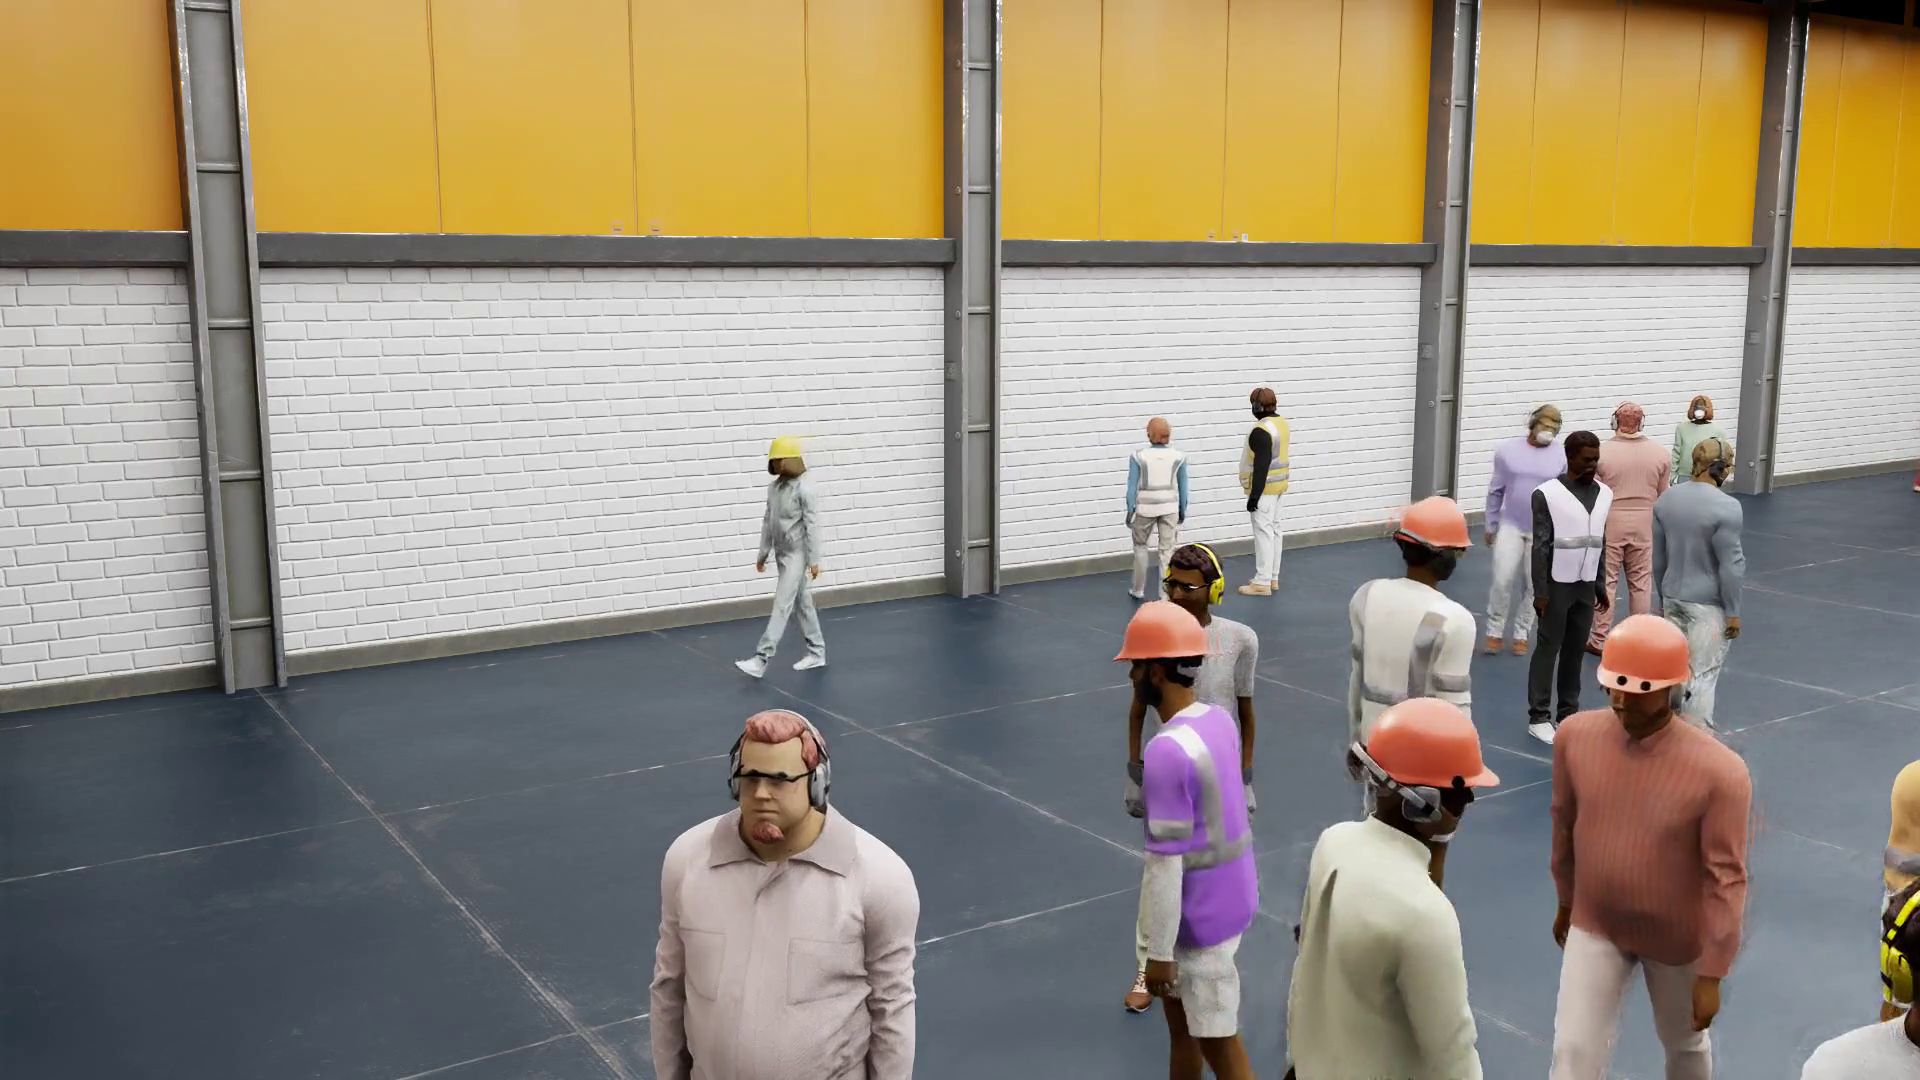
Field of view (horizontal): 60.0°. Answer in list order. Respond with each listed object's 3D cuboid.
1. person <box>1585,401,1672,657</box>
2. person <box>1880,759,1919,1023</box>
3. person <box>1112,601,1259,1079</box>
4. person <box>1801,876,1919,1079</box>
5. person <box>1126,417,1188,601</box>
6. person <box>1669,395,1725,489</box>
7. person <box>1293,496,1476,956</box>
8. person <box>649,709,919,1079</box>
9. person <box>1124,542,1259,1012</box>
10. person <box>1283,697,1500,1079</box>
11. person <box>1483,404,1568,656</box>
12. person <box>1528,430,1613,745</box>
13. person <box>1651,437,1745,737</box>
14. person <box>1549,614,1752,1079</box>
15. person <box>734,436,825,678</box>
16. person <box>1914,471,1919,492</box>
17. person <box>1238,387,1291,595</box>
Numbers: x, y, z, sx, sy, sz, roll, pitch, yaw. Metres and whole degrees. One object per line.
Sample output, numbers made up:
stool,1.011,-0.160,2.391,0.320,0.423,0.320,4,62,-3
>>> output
person,4.917,-0.076,12.372,0.638,1.909,0.408,0,9,1
person,2.790,1.210,4.517,0.545,1.942,0.352,1,9,6
person,0.716,1.146,5.103,0.645,1.900,0.552,4,10,23
person,1.794,1.482,3.202,0.518,1.839,0.815,-2,10,-12
person,1.668,-0.243,14.245,0.550,1.612,0.710,-1,9,-5
person,7.267,-0.616,16.434,0.499,1.636,0.280,9,13,42
person,1.714,0.832,6.567,0.692,2.018,0.626,-6,11,-31
person,-0.426,1.328,3.899,0.642,1.913,0.409,2,10,11
person,0.897,0.926,6.463,0.514,1.866,0.332,2,10,11
person,1.001,1.311,3.928,1.078,1.927,0.601,0,9,-2
person,4.213,-0.059,12.279,0.668,1.904,0.534,5,11,28
person,3.734,0.278,10.207,0.593,1.918,0.391,-5,11,-26
person,4.262,0.368,9.614,0.371,1.934,0.627,-3,10,-20
person,2.017,1.145,4.953,1.101,1.923,0.626,-9,13,-44
person,-1.286,0.124,11.752,0.864,1.698,0.507,-7,12,-38
person,12.500,-1.428,21.094,0.618,1.708,0.548,5,11,29
person,2.679,-0.431,14.721,0.430,1.839,0.619,5,11,28
